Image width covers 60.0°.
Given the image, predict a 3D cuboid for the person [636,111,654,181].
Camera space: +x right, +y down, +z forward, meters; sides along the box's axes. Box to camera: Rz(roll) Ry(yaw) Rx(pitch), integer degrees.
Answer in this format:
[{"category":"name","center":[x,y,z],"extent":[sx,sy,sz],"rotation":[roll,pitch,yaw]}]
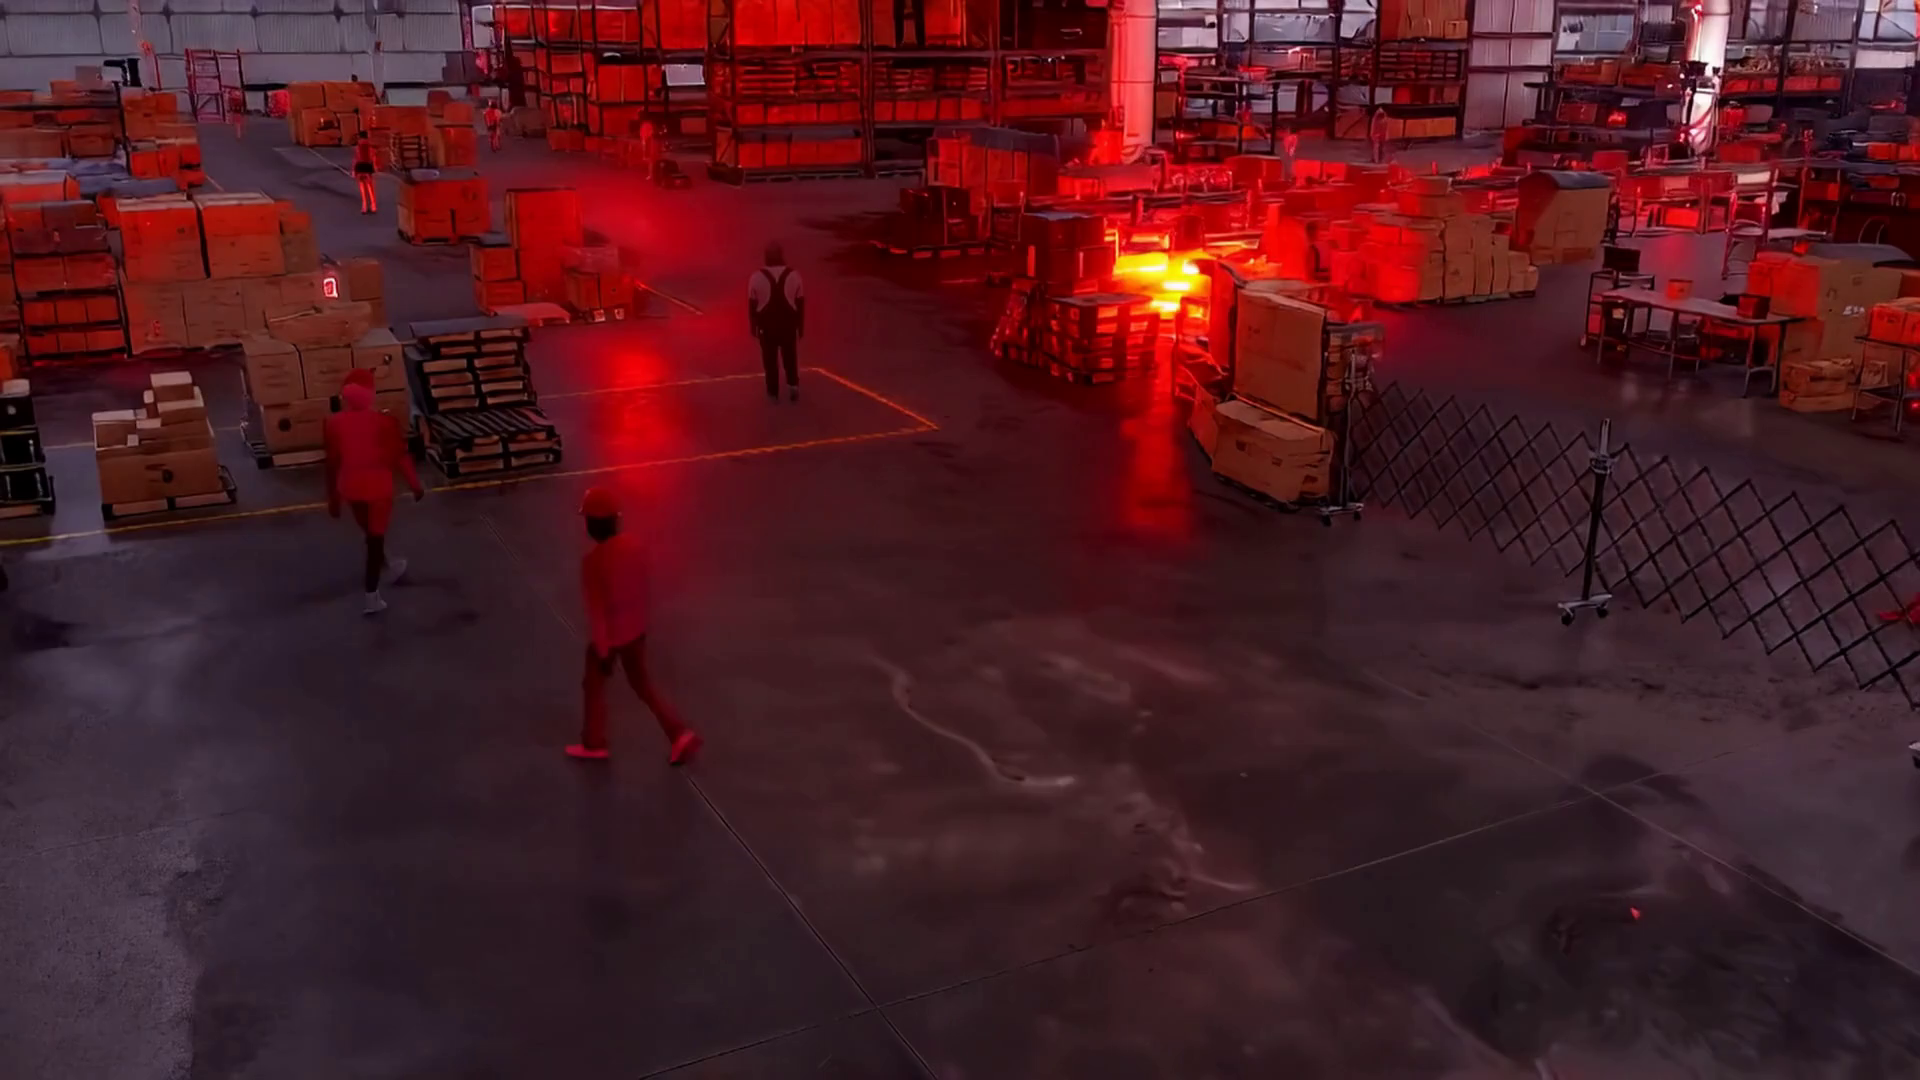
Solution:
[{"category":"person","center":[-8.864,-11.150,47.116],"extent":[0.540,1.935,0.654],"rotation":[-10,20,-28]}]

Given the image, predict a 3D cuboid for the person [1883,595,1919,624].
[{"category":"person","center":[7.909,-0.090,12.993],"extent":[0.922,1.719,0.544],"rotation":[16,24,41]}]

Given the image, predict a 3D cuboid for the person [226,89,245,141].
[{"category":"person","center":[-26.686,-15.635,61.221],"extent":[0.614,1.865,1.024],"rotation":[-14,22,-36]}]

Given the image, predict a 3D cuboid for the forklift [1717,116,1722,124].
[{"category":"forklift","center":[25.644,-15.072,57.822],"extent":[1.873,2.768,1.129],"rotation":[-9,20,-26]}]

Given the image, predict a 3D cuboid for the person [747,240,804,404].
[{"category":"person","center":[-2.292,-2.714,20.650],"extent":[0.688,2.000,0.537],"rotation":[-4,18,-13]}]

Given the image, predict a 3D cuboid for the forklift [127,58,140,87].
[{"category":"forklift","center":[-32.384,-17.515,65.438],"extent":[1.873,2.768,1.129],"rotation":[-9,20,-26]}]

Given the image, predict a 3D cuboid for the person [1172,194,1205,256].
[{"category":"person","center":[3.591,-4.496,26.371],"extent":[0.545,1.939,0.354],"rotation":[-6,19,-19]}]

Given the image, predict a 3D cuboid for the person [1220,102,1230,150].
[{"category":"person","center":[9.043,-14.210,57.136],"extent":[0.432,1.624,0.518],"rotation":[-7,19,-20]}]

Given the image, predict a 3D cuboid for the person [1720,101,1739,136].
[{"category":"person","center":[25.228,-13.495,54.627],"extent":[0.457,1.819,0.607],"rotation":[-13,22,-35]}]

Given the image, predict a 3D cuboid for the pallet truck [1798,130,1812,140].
[{"category":"pallet truck","center":[25.526,-11.556,49.408],"extent":[1.630,1.274,0.653],"rotation":[-9,20,-26]}]

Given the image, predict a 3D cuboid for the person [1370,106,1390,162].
[{"category":"person","center":[12.596,-12.079,50.086],"extent":[0.399,1.900,0.636],"rotation":[-12,21,-32]}]

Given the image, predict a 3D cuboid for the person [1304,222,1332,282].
[{"category":"person","center":[5.173,-3.647,23.884],"extent":[0.607,1.840,0.874],"rotation":[-12,22,-34]}]

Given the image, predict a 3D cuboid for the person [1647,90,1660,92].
[{"category":"person","center":[27.757,-17.328,66.477],"extent":[0.864,1.874,0.642],"rotation":[-13,22,-34]}]

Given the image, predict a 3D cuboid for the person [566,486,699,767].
[{"category":"person","center":[-2.155,0.570,10.659],"extent":[0.921,1.901,0.593],"rotation":[8,20,25]}]

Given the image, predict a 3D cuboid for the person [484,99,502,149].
[{"category":"person","center":[-16.187,-14.393,57.612],"extent":[0.539,1.695,0.318],"rotation":[-1,18,-4]}]

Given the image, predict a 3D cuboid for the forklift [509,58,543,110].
[{"category":"forklift","center":[-17.451,-17.546,65.536],"extent":[1.873,2.768,1.129],"rotation":[-9,20,-26]}]

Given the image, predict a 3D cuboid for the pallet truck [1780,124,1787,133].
[{"category":"pallet truck","center":[25.206,-12.542,52.601],"extent":[1.601,1.201,0.680],"rotation":[0,18,-2]}]

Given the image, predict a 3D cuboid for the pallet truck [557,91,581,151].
[{"category":"pallet truck","center":[-13.495,-14.412,57.188],"extent":[0.823,1.965,1.885],"rotation":[-3,18,-9]}]

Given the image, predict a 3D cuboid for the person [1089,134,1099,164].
[{"category":"person","center":[3.414,-9.338,41.858],"extent":[0.319,1.692,0.538],"rotation":[2,18,6]}]

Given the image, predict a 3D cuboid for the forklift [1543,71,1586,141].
[{"category":"forklift","center":[18.685,-13.231,52.085],"extent":[1.873,2.768,1.129],"rotation":[-9,20,-26]}]

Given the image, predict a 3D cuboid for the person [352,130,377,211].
[{"category":"person","center":[-14.412,-8.930,40.220],"extent":[0.394,1.929,0.541],"rotation":[17,24,42]}]

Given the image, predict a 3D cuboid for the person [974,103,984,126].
[{"category":"person","center":[0.479,-13.032,53.096],"extent":[0.777,1.869,0.667],"rotation":[-11,21,-30]}]

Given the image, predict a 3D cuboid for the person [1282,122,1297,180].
[{"category":"person","center":[9.194,-10.776,46.363],"extent":[0.389,1.685,0.542],"rotation":[-8,19,-22]}]

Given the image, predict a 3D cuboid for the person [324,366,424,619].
[{"category":"person","center":[-4.791,-0.437,13.631],"extent":[0.626,1.989,1.045],"rotation":[3,18,9]}]

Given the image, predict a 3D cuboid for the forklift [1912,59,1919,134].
[{"category":"forklift","center":[37.417,-17.204,64.470],"extent":[1.873,2.768,1.129],"rotation":[-9,20,-26]}]

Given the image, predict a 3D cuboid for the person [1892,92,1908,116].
[{"category":"person","center":[32.708,-14.606,57.929],"extent":[0.765,1.924,0.428],"rotation":[-6,19,-18]}]
